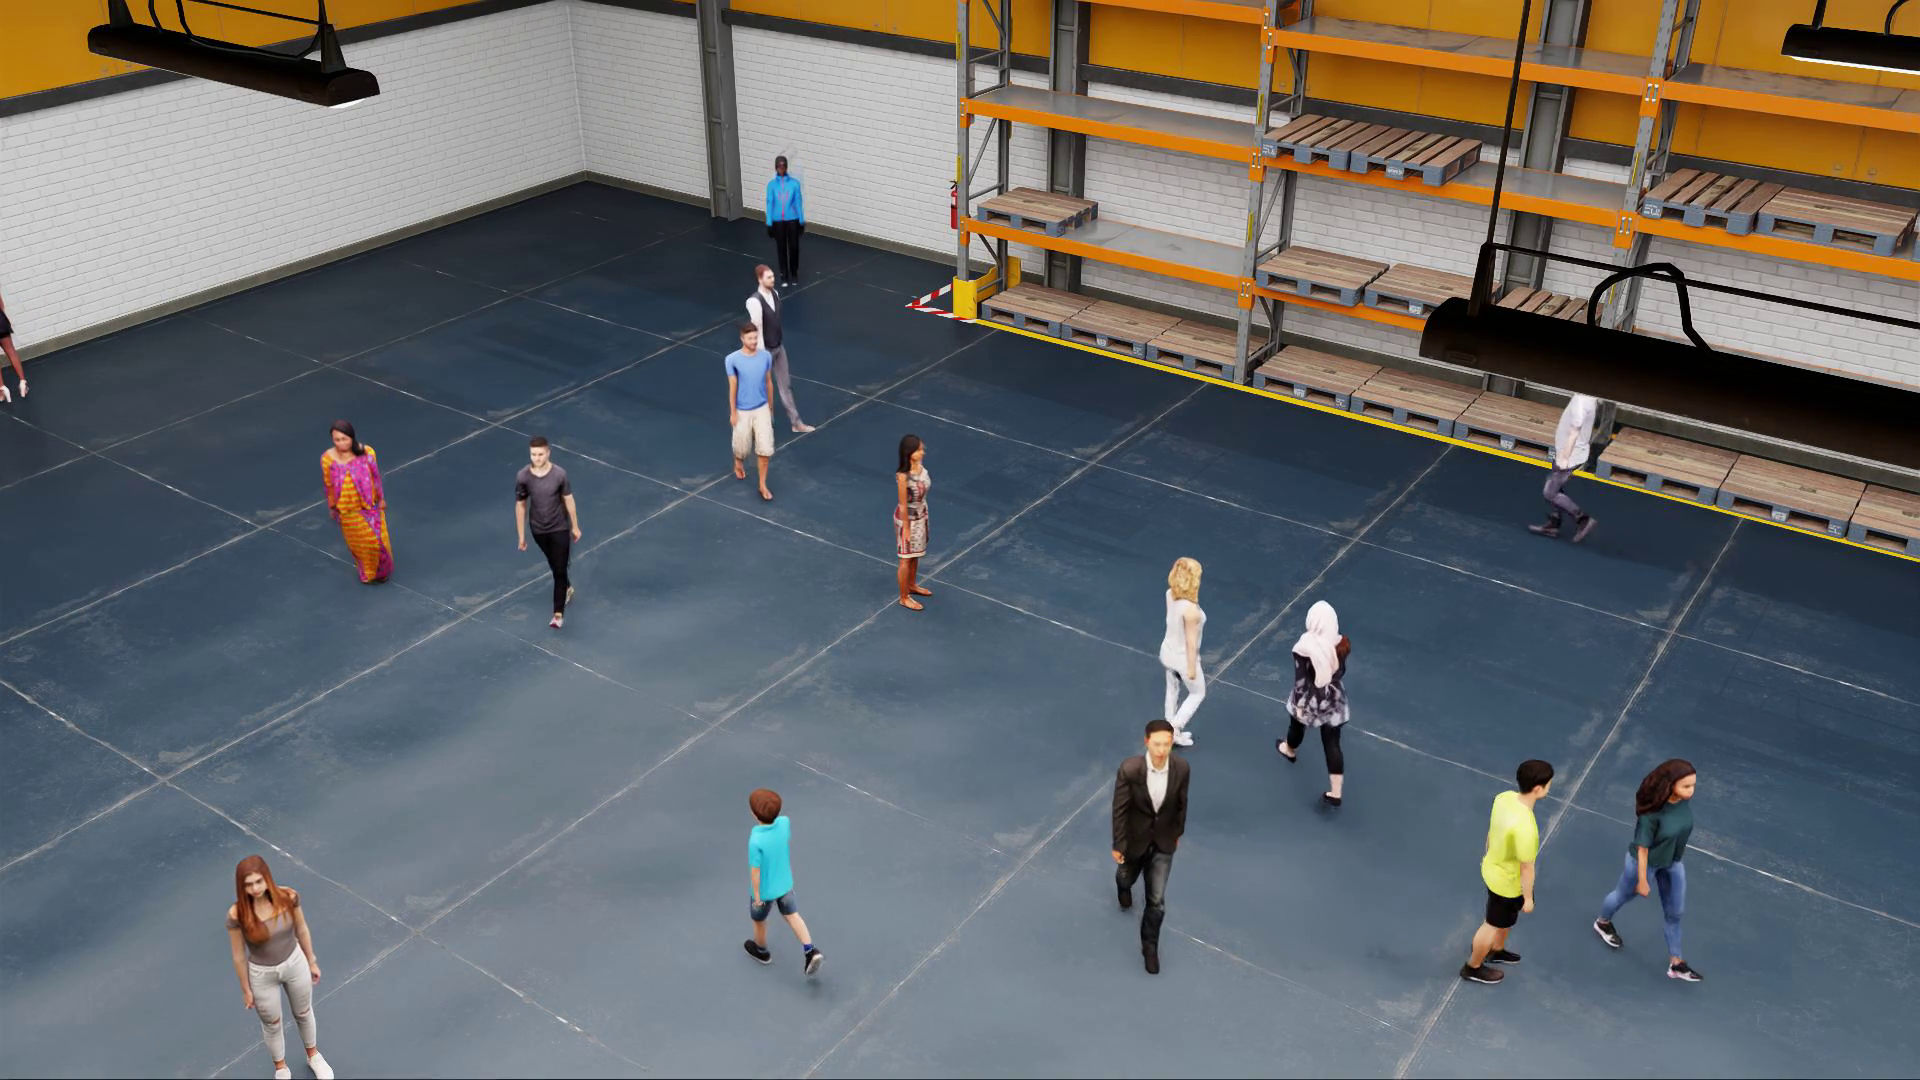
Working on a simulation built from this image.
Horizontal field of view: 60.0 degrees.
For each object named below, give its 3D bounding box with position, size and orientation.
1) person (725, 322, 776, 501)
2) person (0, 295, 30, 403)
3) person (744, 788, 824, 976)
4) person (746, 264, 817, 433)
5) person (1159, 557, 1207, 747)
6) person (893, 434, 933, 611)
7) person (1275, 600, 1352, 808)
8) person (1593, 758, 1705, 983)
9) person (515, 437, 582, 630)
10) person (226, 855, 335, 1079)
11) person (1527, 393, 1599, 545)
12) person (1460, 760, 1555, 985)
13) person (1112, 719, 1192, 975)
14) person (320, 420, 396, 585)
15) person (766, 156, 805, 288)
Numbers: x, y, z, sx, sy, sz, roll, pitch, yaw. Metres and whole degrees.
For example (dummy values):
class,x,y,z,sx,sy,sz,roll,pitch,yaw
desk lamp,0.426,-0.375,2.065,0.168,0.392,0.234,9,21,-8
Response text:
class,x,y,z,sx,sy,sz,roll,pitch,yaw
person,-2.139,-1.351,16.835,0.930,1.853,1.067,-12,31,-21
person,-11.012,-2.436,18.892,0.558,1.787,0.577,21,35,33
person,-1.163,2.218,10.729,0.904,1.435,0.611,24,36,36
person,-2.178,-2.081,18.133,1.238,1.892,0.725,16,33,27
person,1.649,0.896,12.915,0.758,1.662,0.663,-11,31,-20
person,-0.438,-0.189,14.921,0.626,1.645,0.703,10,30,17
person,2.720,1.241,12.364,1.071,1.583,1.219,-9,30,-15
person,4.454,2.061,10.863,0.918,1.582,1.121,-14,32,-24
person,-3.608,-0.129,14.733,1.167,1.720,1.107,1,29,2
person,-4.020,2.552,9.814,0.659,1.724,0.633,-18,33,-30
person,5.885,-0.784,15.834,0.921,1.815,0.757,13,31,22
person,3.409,2.133,10.621,0.853,1.687,0.811,0,29,1
person,1.202,1.906,10.943,1.139,1.777,1.152,-2,29,-4
person,-5.515,-0.373,15.249,0.852,1.653,0.915,-8,30,-15
person,-2.339,-4.290,22.294,0.741,1.784,0.818,-2,29,-4
